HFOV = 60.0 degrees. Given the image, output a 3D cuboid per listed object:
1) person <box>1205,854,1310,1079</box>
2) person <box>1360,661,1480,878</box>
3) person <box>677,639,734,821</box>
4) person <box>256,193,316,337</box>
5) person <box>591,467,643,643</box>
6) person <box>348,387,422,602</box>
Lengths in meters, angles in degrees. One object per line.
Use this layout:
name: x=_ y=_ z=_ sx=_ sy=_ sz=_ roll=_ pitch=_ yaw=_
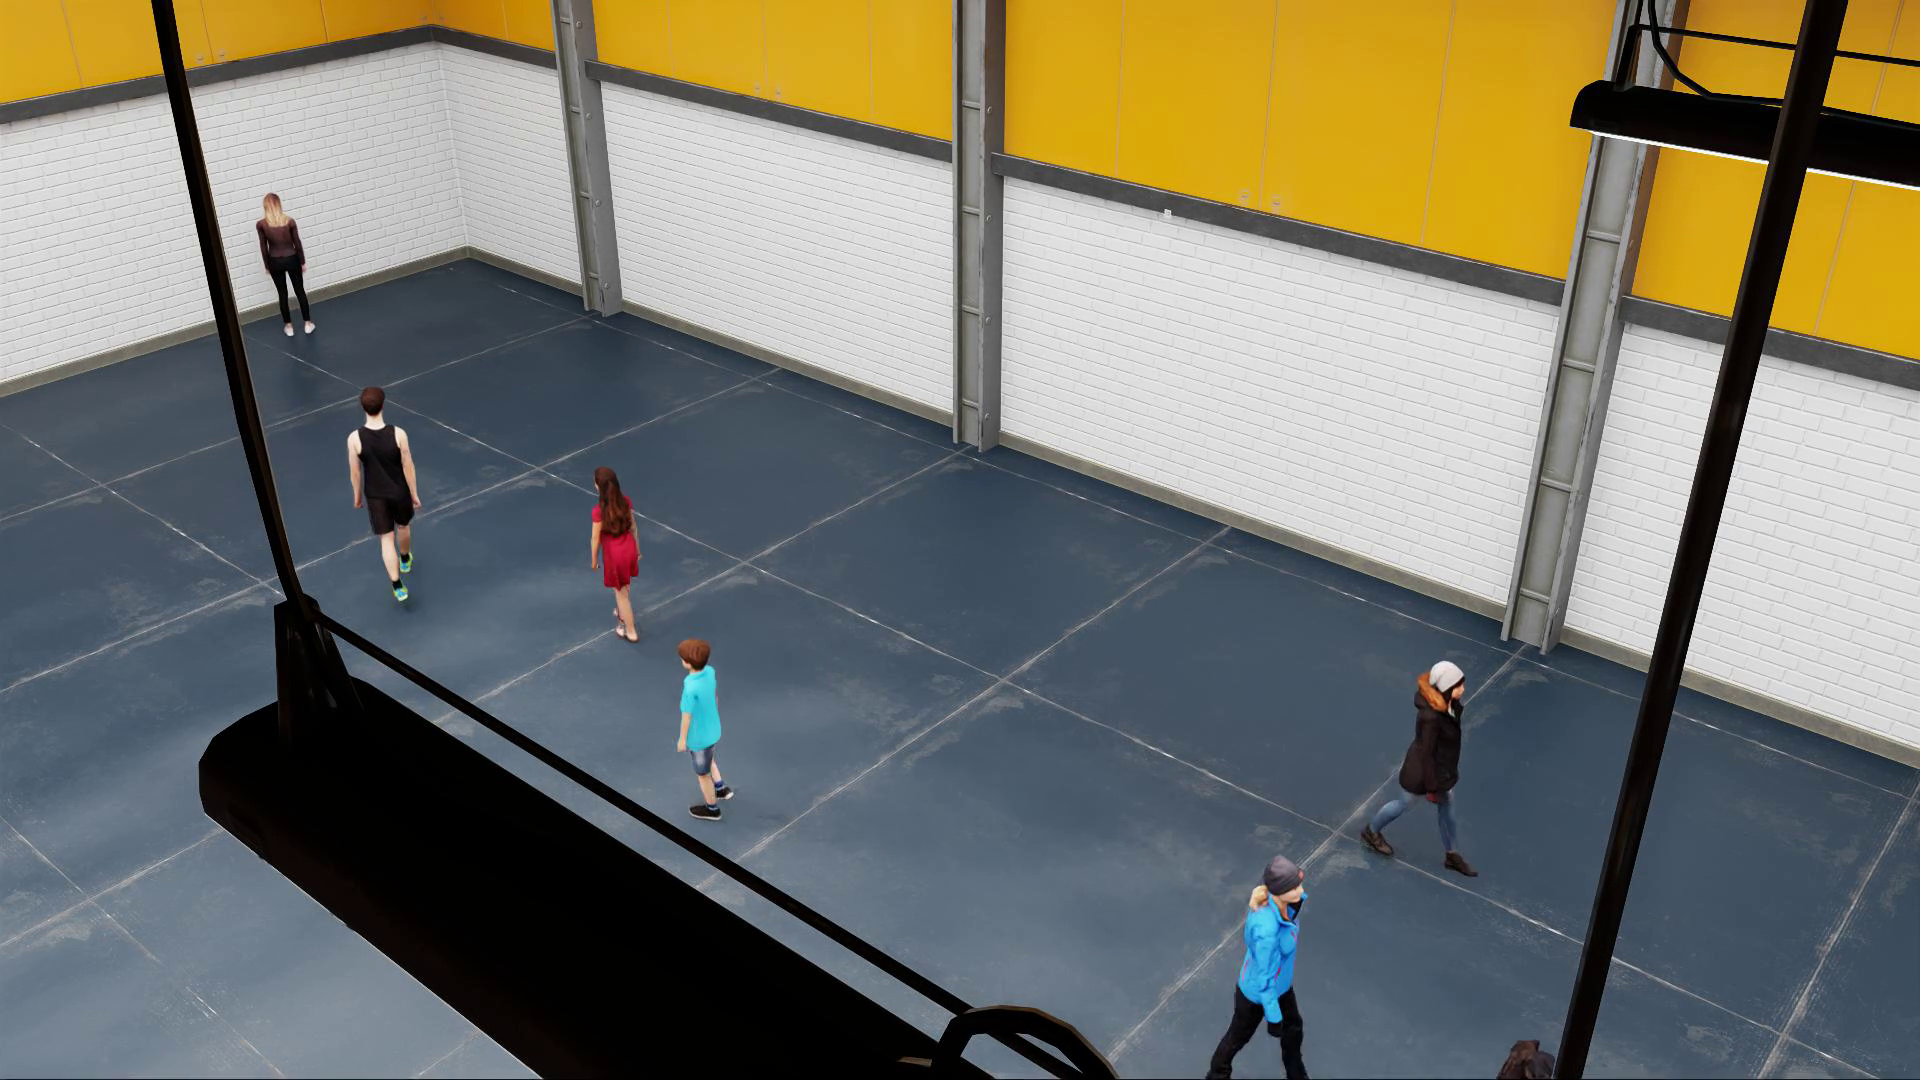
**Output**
person: x=1.580 y=2.431 z=9.119 sx=1.037 sy=1.768 sz=0.755 roll=15 pitch=32 yaw=25
person: x=3.032 y=1.490 z=11.025 sx=1.040 sy=1.594 sz=0.657 roll=20 pitch=34 yaw=32
person: x=-1.722 y=1.322 z=11.494 sx=0.636 sy=1.441 sz=0.607 roll=8 pitch=30 yaw=14
person: x=-7.963 y=-3.248 z=19.599 sx=0.678 sy=1.703 sz=0.675 roll=-10 pitch=30 yaw=-17
person: x=-2.748 y=0.136 z=13.568 sx=0.703 sy=1.537 sz=0.575 roll=24 pitch=37 yaw=37
person: x=-4.876 y=-0.353 z=14.136 sx=1.082 sy=1.852 sz=1.276 roll=-9 pitch=30 yaw=-16
